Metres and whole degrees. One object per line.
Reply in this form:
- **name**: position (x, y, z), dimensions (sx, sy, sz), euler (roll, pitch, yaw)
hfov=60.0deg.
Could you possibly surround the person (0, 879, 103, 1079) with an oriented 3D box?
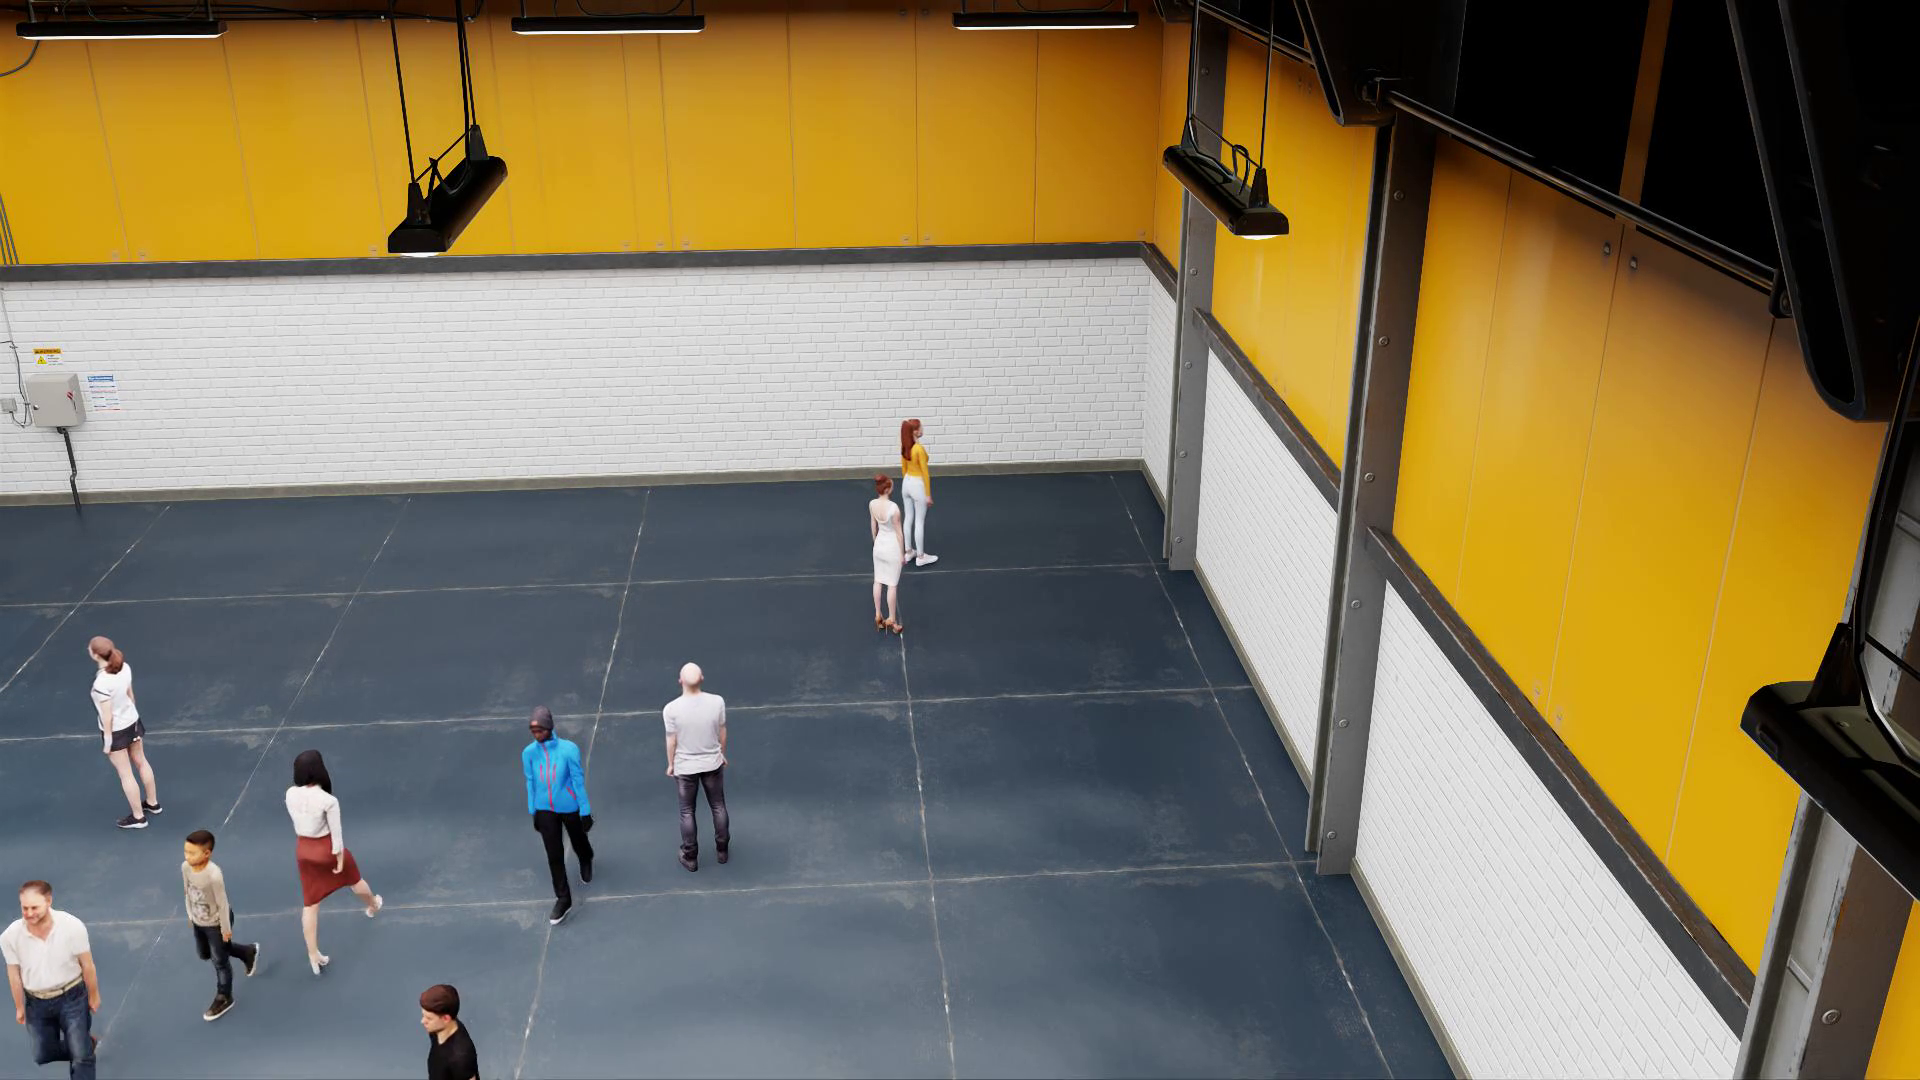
- **person**: position (-5.856, 2.935, 10.859), dimensions (0.713, 1.846, 0.908), euler (-4, 24, -9)

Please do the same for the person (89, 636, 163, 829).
- **person**: position (-7.065, 1.601, 14.026), dimensions (0.681, 1.752, 0.573), euler (4, 24, 9)

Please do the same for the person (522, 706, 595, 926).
- **person**: position (-3.090, 2.060, 12.937), dimensions (0.699, 1.785, 0.964), euler (0, 24, 0)

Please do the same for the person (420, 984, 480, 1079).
- **person**: position (-2.863, 3.384, 9.843), dimensions (1.118, 1.837, 1.181), euler (-17, 29, -33)

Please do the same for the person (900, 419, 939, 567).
- **person**: position (-0.514, -0.561, 18.975), dimensions (0.750, 1.750, 0.671), euler (-19, 30, -37)

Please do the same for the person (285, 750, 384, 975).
- **person**: position (-4.757, 2.405, 12.252), dimensions (0.786, 1.700, 1.141), euler (5, 24, 11)

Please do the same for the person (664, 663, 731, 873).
- **person**: position (-2.115, 1.819, 13.429), dimensions (0.724, 1.832, 0.698), euler (-10, 25, -21)

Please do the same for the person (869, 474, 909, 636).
- **person**: position (-0.770, 0.138, 17.323), dimensions (0.626, 1.793, 0.685), euler (18, 30, 36)

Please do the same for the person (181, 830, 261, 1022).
- **person**: position (-5.303, 2.690, 11.911), dimensions (0.791, 1.452, 0.916), euler (11, 26, 24)
